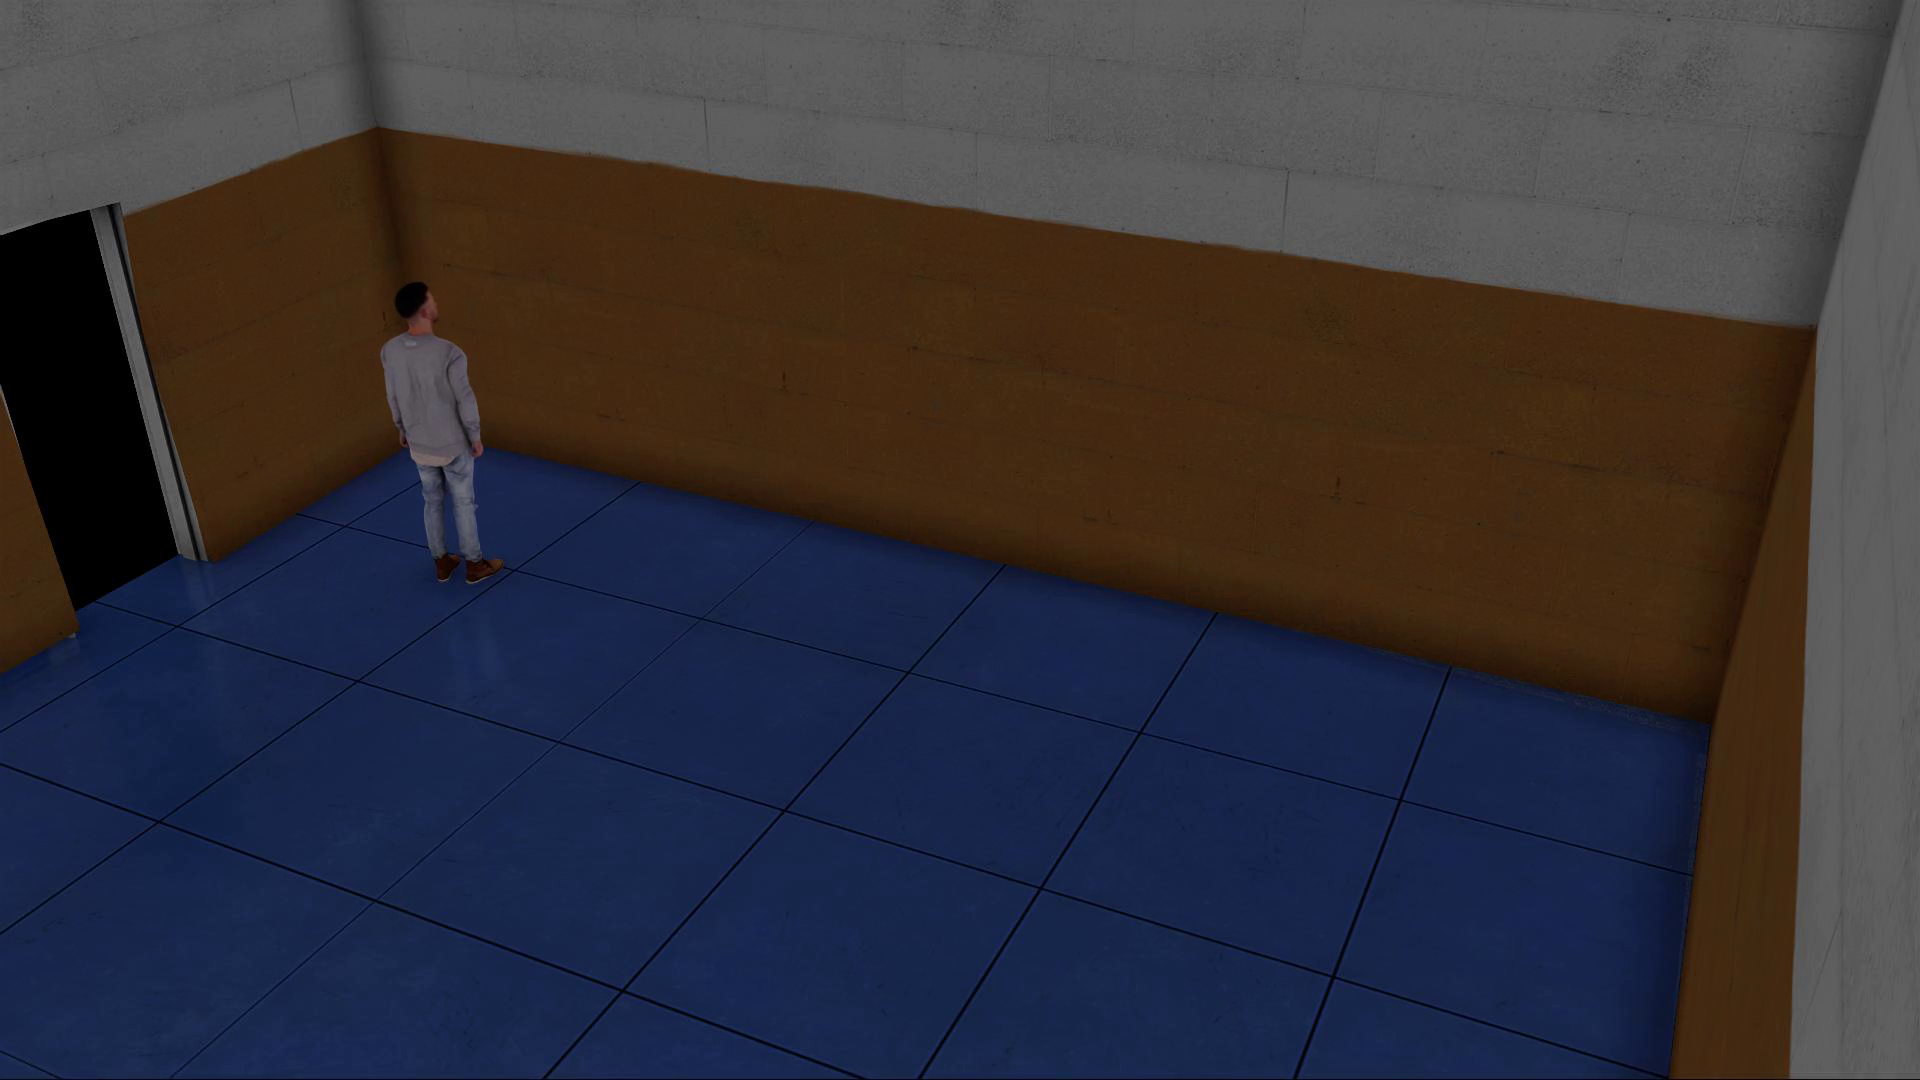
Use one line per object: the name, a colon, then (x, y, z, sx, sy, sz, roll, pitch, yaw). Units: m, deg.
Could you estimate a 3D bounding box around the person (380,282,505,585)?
person: (-2.998, -0.603, 9.567, 0.561, 1.839, 0.787, 7, 29, 12)
